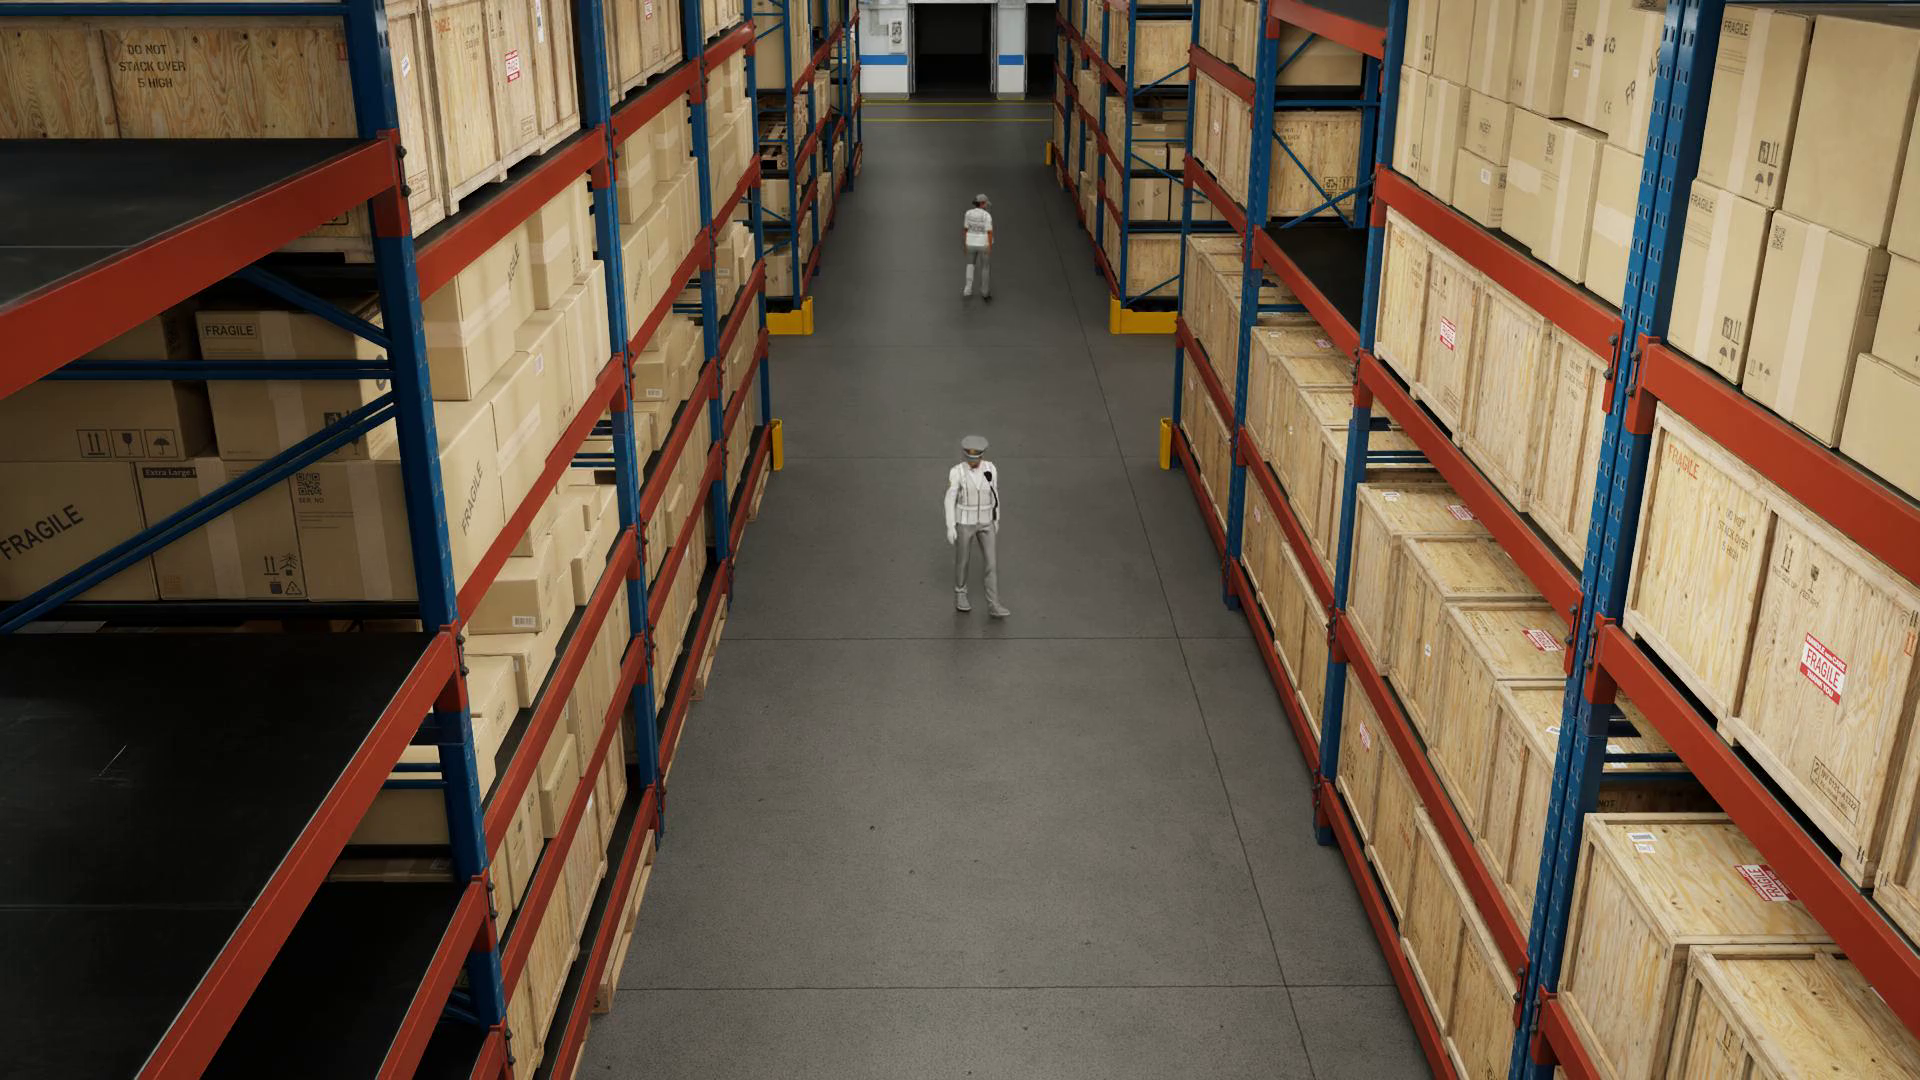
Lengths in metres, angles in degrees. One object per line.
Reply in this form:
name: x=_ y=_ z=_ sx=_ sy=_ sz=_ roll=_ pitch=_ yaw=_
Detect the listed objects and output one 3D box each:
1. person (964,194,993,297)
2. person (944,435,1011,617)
person: x=0.298 y=-4.671 z=26.497 sx=0.498 sy=1.666 sz=0.638 roll=7 pitch=22 yaw=16
person: x=0.151 y=-0.101 z=14.875 sx=0.525 sy=1.658 sz=0.689 roll=-6 pitch=22 yaw=-15
